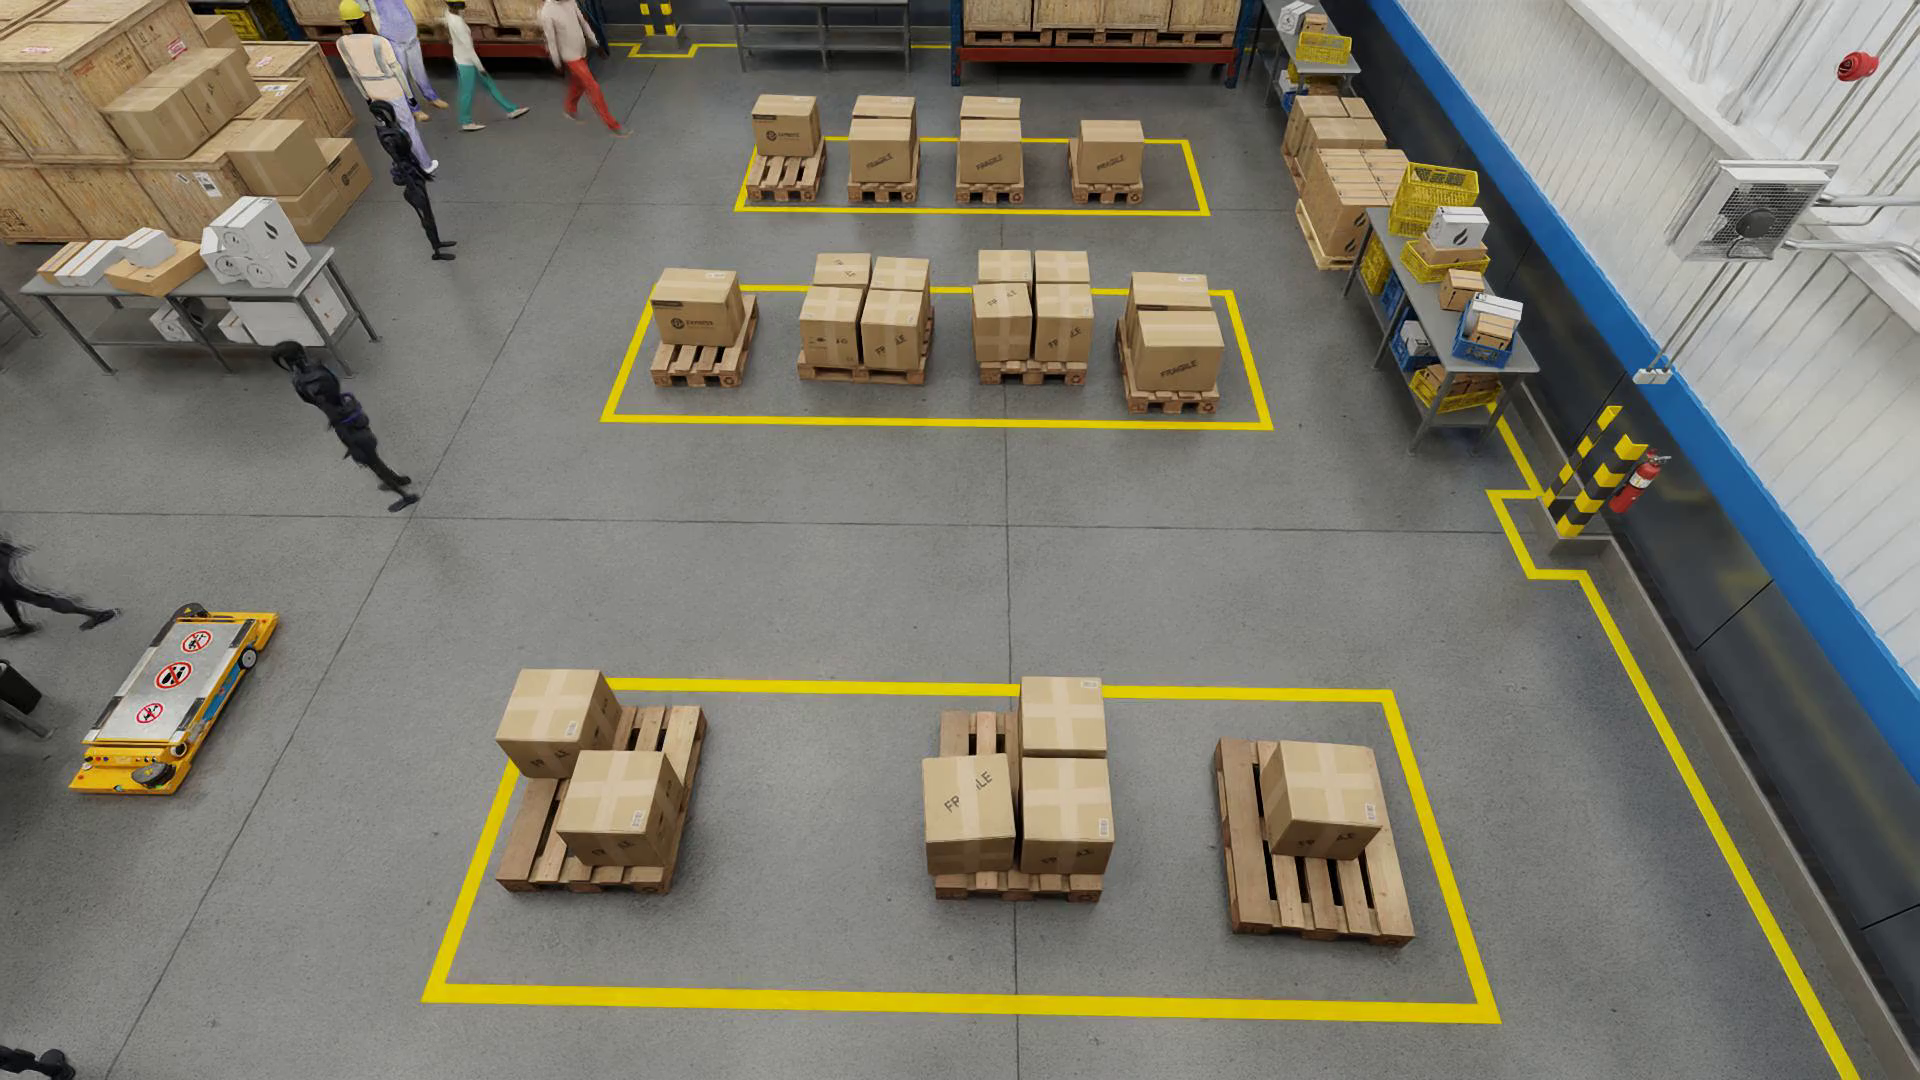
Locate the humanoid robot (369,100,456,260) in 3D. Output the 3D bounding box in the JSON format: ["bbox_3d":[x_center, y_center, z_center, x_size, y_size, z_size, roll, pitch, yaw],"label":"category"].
[{"bbox_3d":[-5.739,-3.780,9.633,0.328,1.657,0.590,-12,51,-10],"label":"humanoid robot"}]

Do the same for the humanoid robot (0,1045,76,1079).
[{"bbox_3d":[-5.061,2.462,4.359,0.328,1.652,0.573,18,52,15],"label":"humanoid robot"}]

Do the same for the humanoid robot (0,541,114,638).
[{"bbox_3d":[-6.809,0.172,6.337,0.772,1.622,0.571,-23,54,-19],"label":"humanoid robot"}]

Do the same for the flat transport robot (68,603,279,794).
[{"bbox_3d":[-5.504,1.072,6.442,0.652,0.197,1.431,1,50,1],"label":"flat transport robot"}]

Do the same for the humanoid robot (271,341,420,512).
[{"bbox_3d":[-4.801,-0.886,7.193,0.324,1.649,0.656,-30,56,-23],"label":"humanoid robot"}]

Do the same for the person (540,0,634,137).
[{"bbox_3d":[-4.796,-6.073,11.427,1.043,1.911,0.592,9,50,7],"label":"person"}]

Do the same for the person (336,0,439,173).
[{"bbox_3d":[-6.725,-5.260,10.740,0.586,1.919,0.398,-5,50,-4],"label":"person"}]

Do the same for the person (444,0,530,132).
[{"bbox_3d":[-6.144,-6.056,11.544,0.933,1.703,0.544,-20,53,-16],"label":"person"}]

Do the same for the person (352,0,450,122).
[{"bbox_3d":[-7.158,-6.456,11.670,0.537,2.000,0.677,16,52,13],"label":"person"}]
